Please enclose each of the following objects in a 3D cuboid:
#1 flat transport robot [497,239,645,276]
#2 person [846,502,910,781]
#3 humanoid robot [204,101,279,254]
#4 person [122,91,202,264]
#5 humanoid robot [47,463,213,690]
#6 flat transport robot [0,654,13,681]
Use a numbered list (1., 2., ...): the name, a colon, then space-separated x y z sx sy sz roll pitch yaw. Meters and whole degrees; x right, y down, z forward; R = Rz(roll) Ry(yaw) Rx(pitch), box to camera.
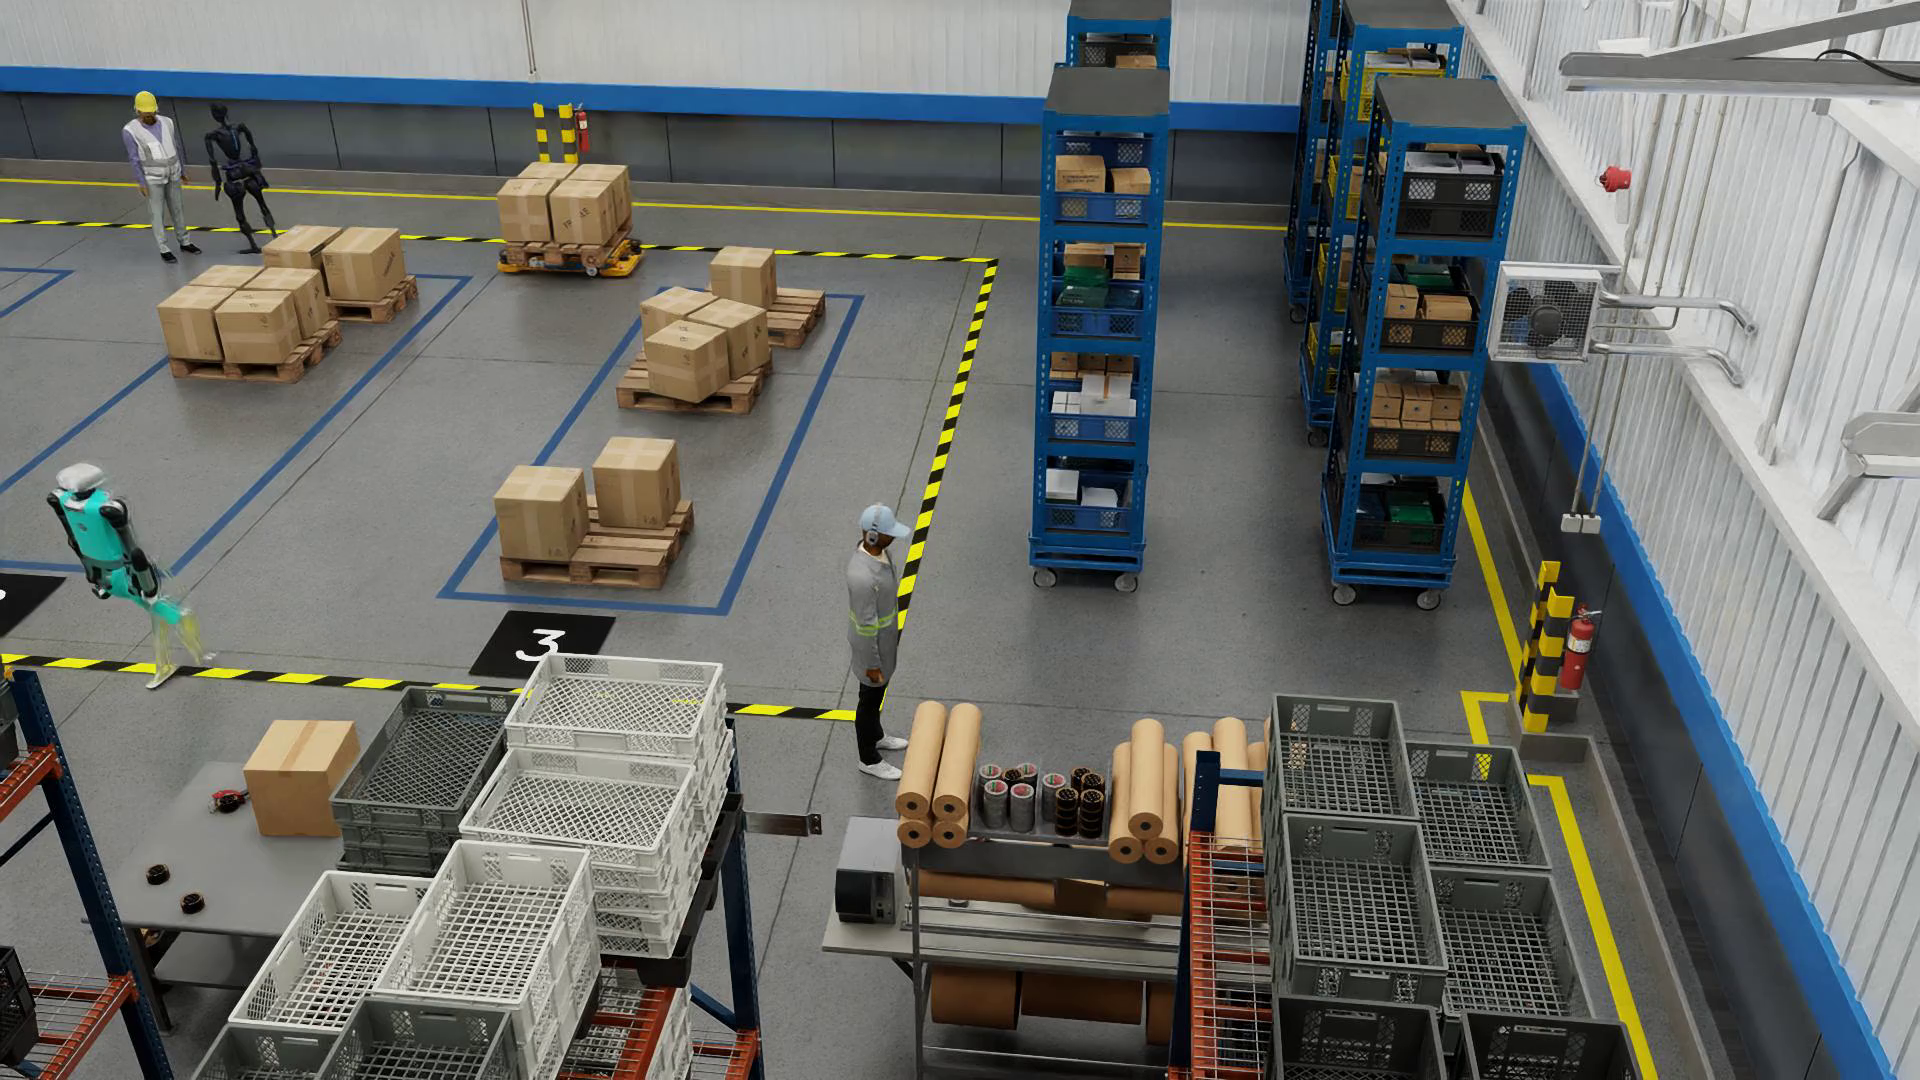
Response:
1. flat transport robot: -4.192 -3.079 17.934 1.431 0.197 0.652 3 30 6
2. person: -0.484 0.598 10.075 0.387 1.851 0.587 3 30 5
3. humanoid robot: -7.747 -3.905 17.986 0.456 1.647 0.609 22 37 33
4. person: -8.553 -3.903 17.828 0.404 1.826 0.588 18 35 28
5. humanoid robot: -5.357 0.252 10.891 0.544 1.881 0.761 9 31 15
6. flat transport robot: -7.142 0.969 11.010 1.431 0.231 0.659 3 30 6
